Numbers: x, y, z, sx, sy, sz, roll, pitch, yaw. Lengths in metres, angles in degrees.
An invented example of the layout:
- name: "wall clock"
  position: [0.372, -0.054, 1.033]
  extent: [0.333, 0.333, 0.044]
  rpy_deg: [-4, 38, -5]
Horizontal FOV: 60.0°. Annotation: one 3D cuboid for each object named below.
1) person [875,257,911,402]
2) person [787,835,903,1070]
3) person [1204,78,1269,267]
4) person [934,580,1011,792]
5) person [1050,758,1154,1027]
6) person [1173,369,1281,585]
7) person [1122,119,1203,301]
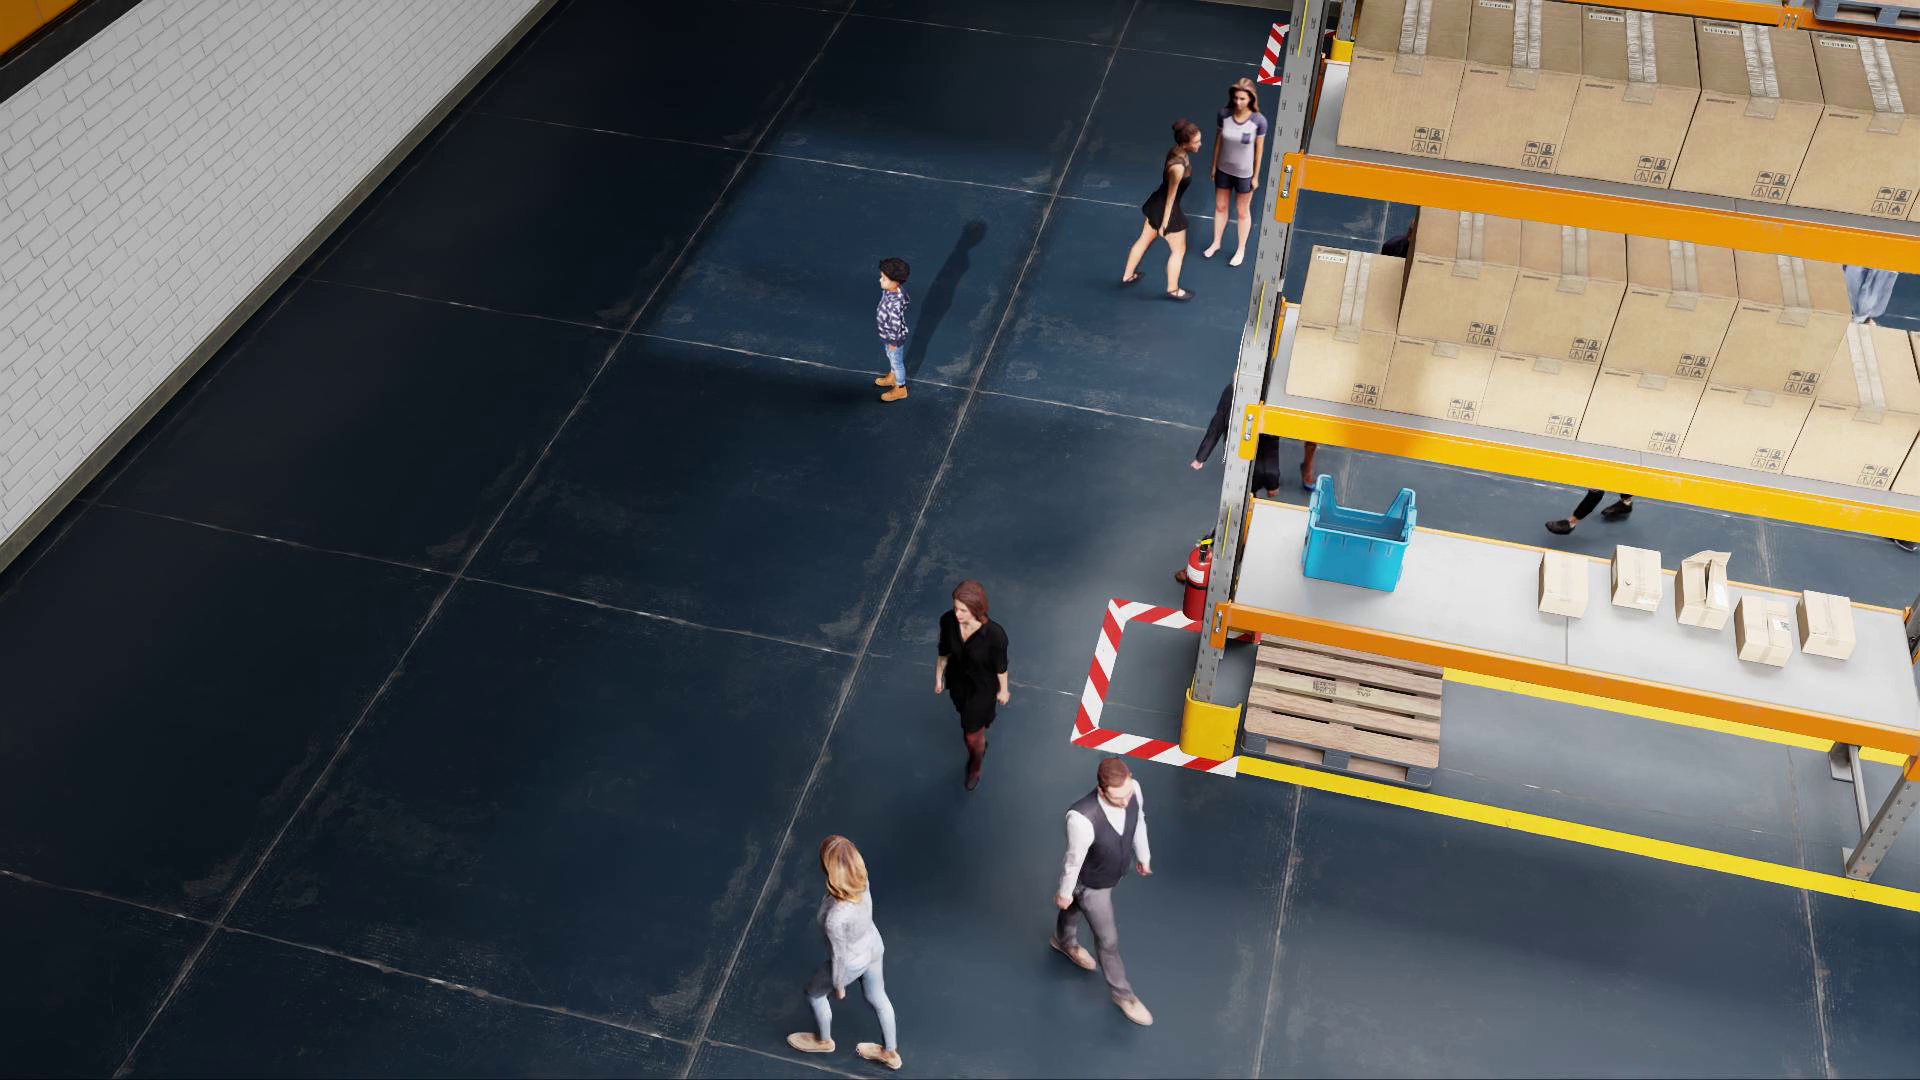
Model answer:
- name: "person"
  position: [-0.522, -1.646, 12.913]
  extent: [0.612, 1.251, 0.579]
  rpy_deg: [-9, 44, -9]
- name: "person"
  position: [-0.462, 2.162, 8.545]
  extent: [0.882, 1.761, 0.666]
  rpy_deg: [15, 46, 15]
- name: "person"
  position: [2.358, -3.145, 14.141]
  extent: [0.567, 1.728, 0.710]
  rpy_deg: [22, 48, 22]
- name: "person"
  position: [0.122, 0.813, 10.012]
  extent: [0.655, 1.692, 0.744]
  rpy_deg: [23, 48, 22]
- name: "person"
  position: [0.661, 1.712, 8.908]
  extent: [1.146, 1.913, 0.984]
  rpy_deg: [32, 52, 29]
- name: "person"
  position: [2.006, -0.527, 11.366]
  extent: [1.213, 1.765, 1.152]
  rpy_deg: [-23, 48, -22]
- name: "person"
  position: [1.657, -2.737, 13.773]
  extent: [0.892, 1.645, 0.684]
  rpy_deg: [0, 44, 0]
